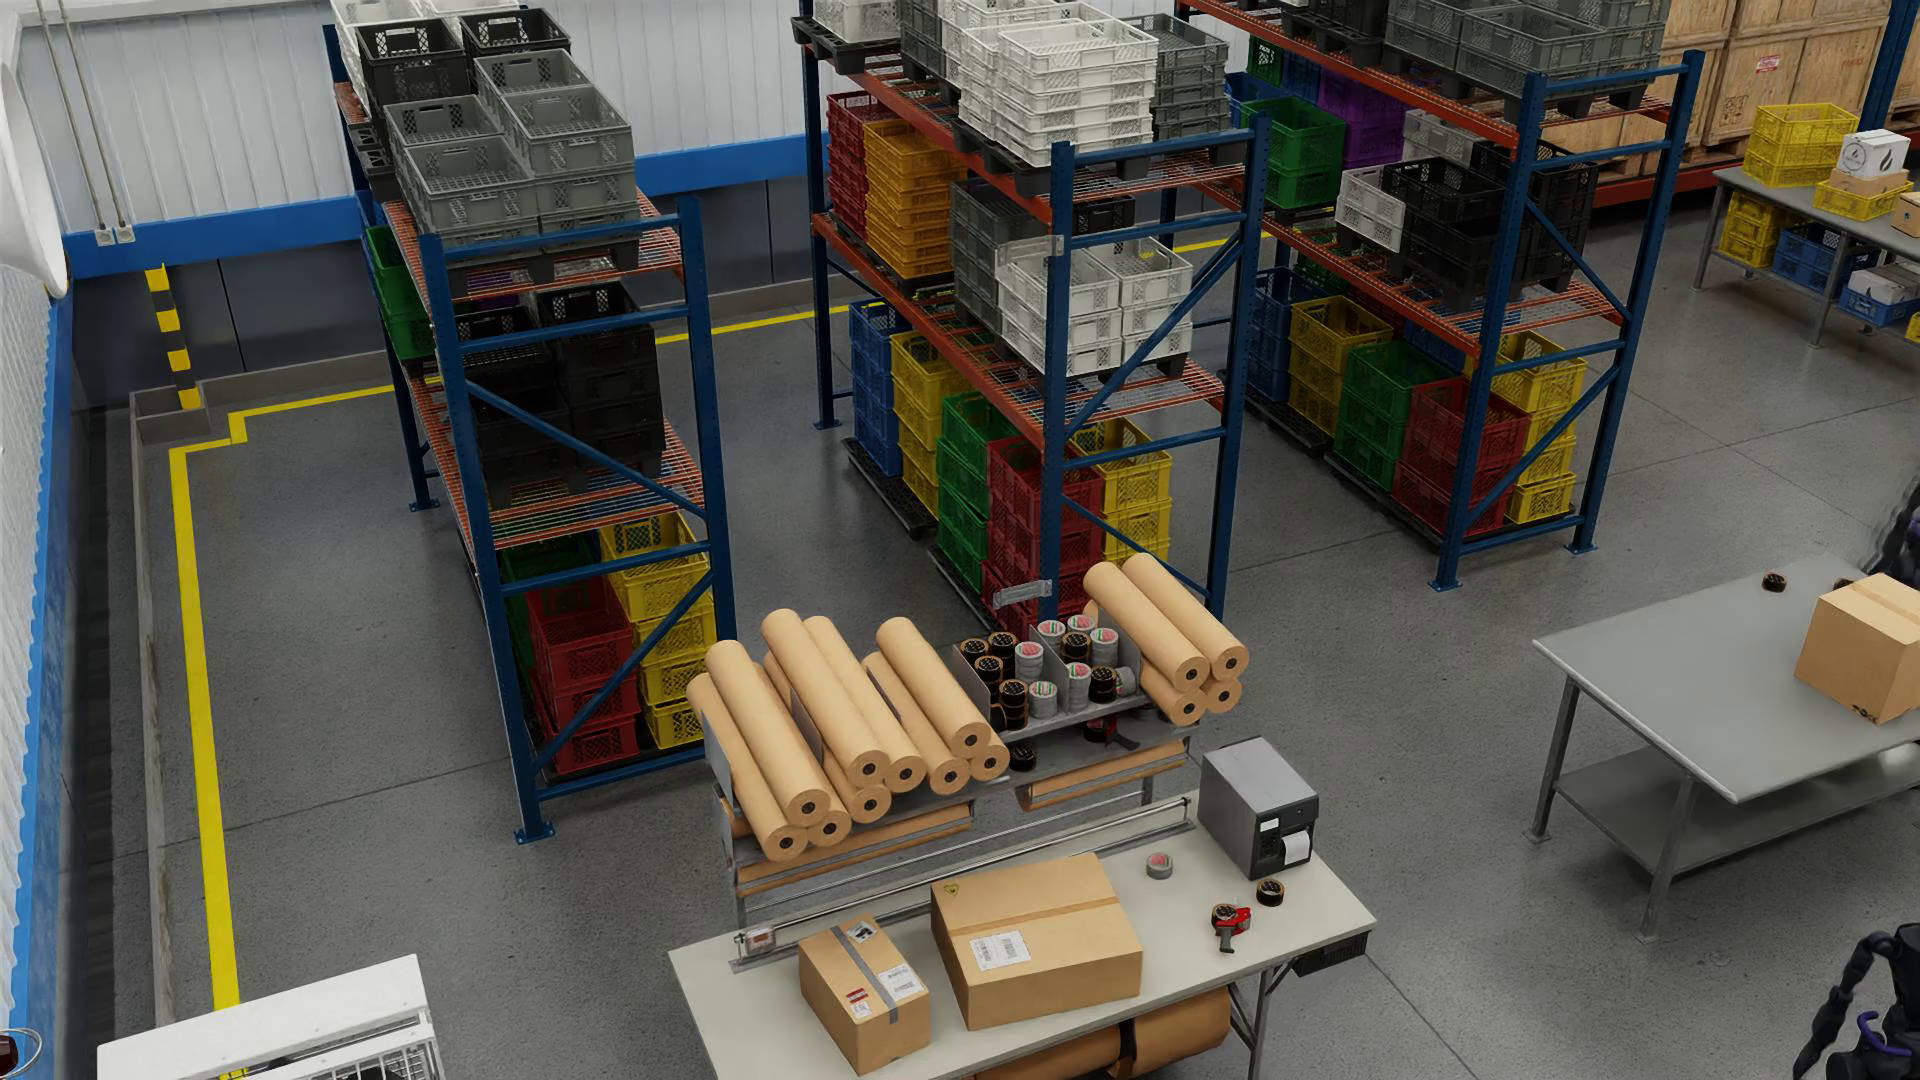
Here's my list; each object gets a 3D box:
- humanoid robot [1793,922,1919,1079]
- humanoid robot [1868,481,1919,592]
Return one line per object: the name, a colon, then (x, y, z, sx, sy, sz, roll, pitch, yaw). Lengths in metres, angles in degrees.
humanoid robot: (3.225, 1.782, 5.730, 0.570, 1.649, 0.348, 0, 32, 0)
humanoid robot: (4.978, 0.122, 8.443, 0.622, 1.637, 0.454, 2, 32, 4)
